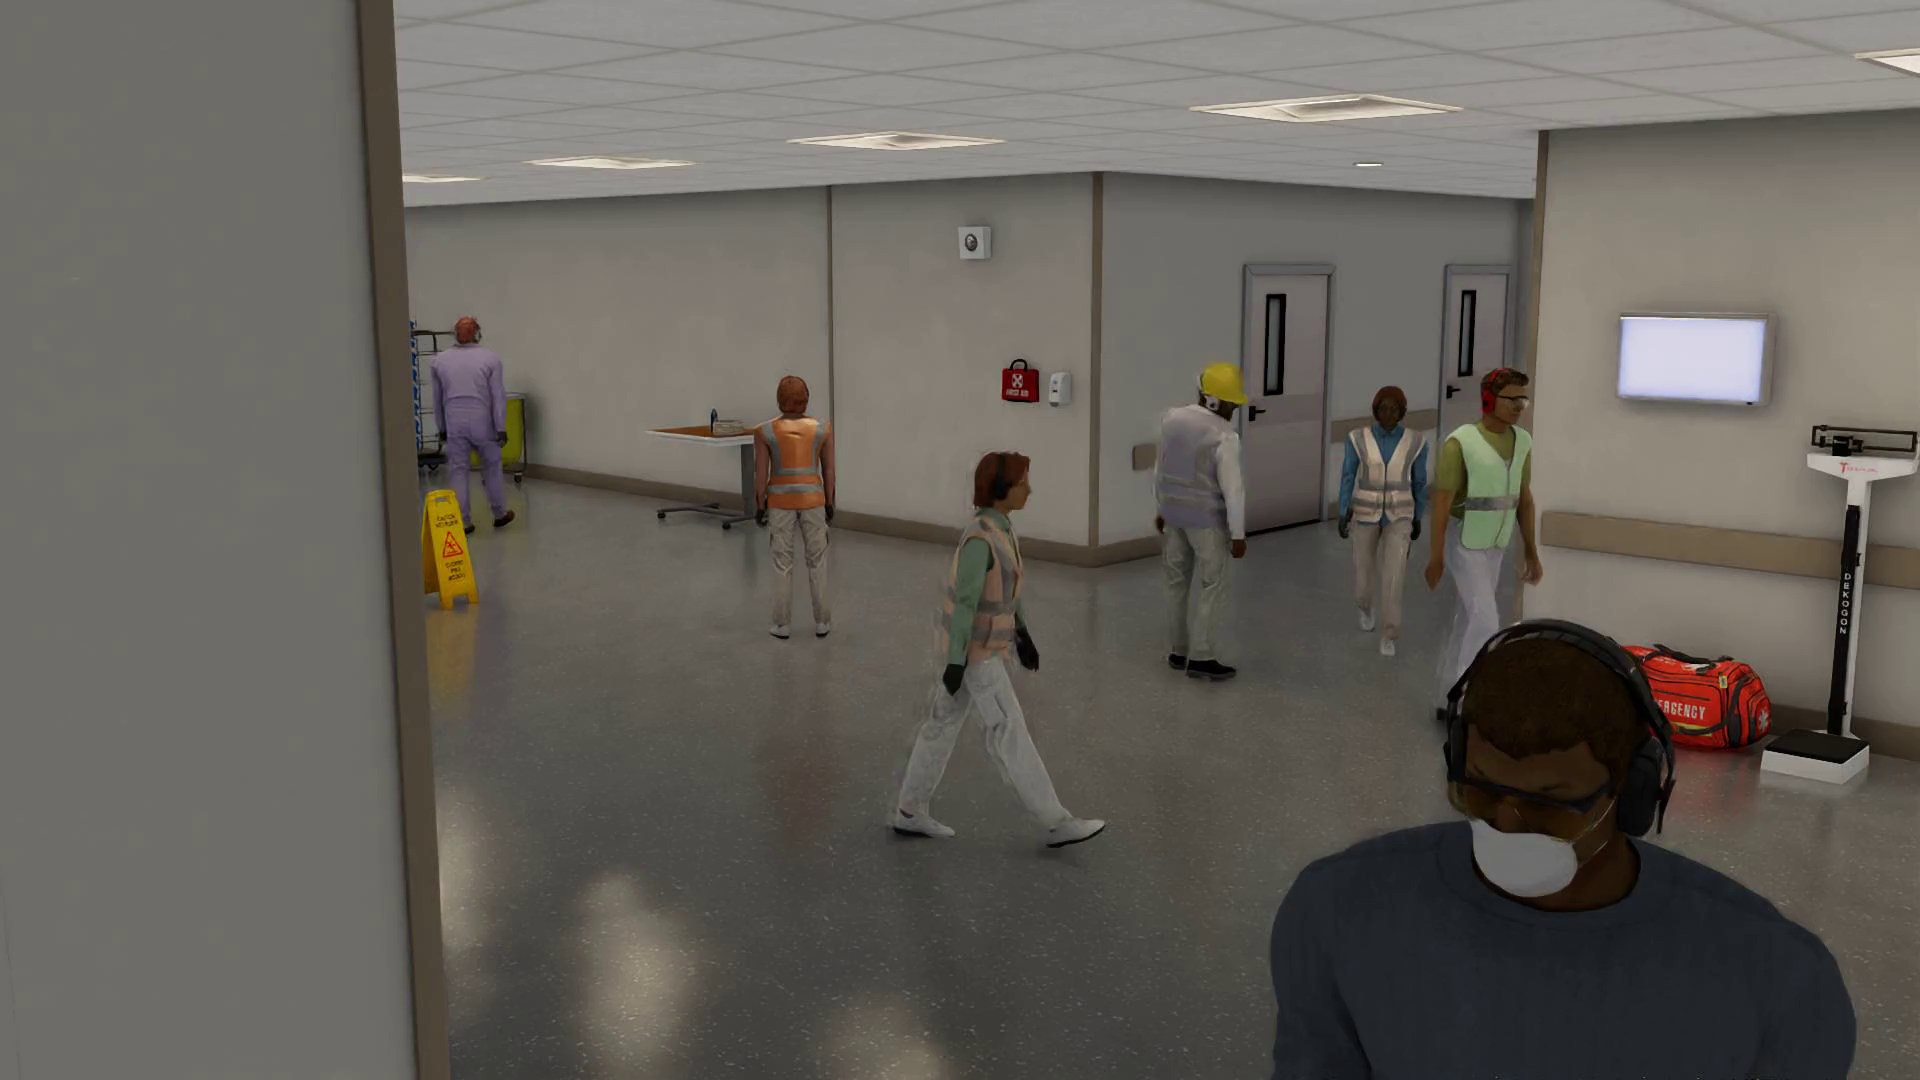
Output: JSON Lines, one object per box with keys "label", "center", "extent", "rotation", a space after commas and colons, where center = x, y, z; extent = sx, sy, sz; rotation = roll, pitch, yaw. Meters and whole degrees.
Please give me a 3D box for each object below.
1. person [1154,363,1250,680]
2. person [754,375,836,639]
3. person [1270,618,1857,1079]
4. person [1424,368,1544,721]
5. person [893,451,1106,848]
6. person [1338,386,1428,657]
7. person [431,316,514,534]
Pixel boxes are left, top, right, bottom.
{"label": "person", "center": [1.360, -0.111, 9.407], "extent": [0.410, 1.782, 0.671], "rotation": [-8, 12, -39]}
{"label": "person", "center": [-1.024, -0.199, 10.352], "extent": [0.515, 1.642, 0.314], "rotation": [-2, 9, -11]}
{"label": "person", "center": [0.653, 1.031, 1.949], "extent": [0.630, 1.923, 0.366], "rotation": [4, 10, 22]}
{"label": "person", "center": [2.593, 0.069, 8.163], "extent": [0.582, 1.818, 0.616], "rotation": [-8, 12, -39]}
{"label": "person", "center": [0.131, 0.441, 6.578], "extent": [0.881, 1.582, 0.510], "rotation": [1, 9, 7]}
{"label": "person", "center": [2.580, -0.150, 10.173], "extent": [0.516, 1.611, 0.808], "rotation": [2, 10, 14]}
{"label": "person", "center": [-4.253, -1.017, 14.630], "extent": [0.674, 1.877, 0.833], "rotation": [0, 9, 3]}
